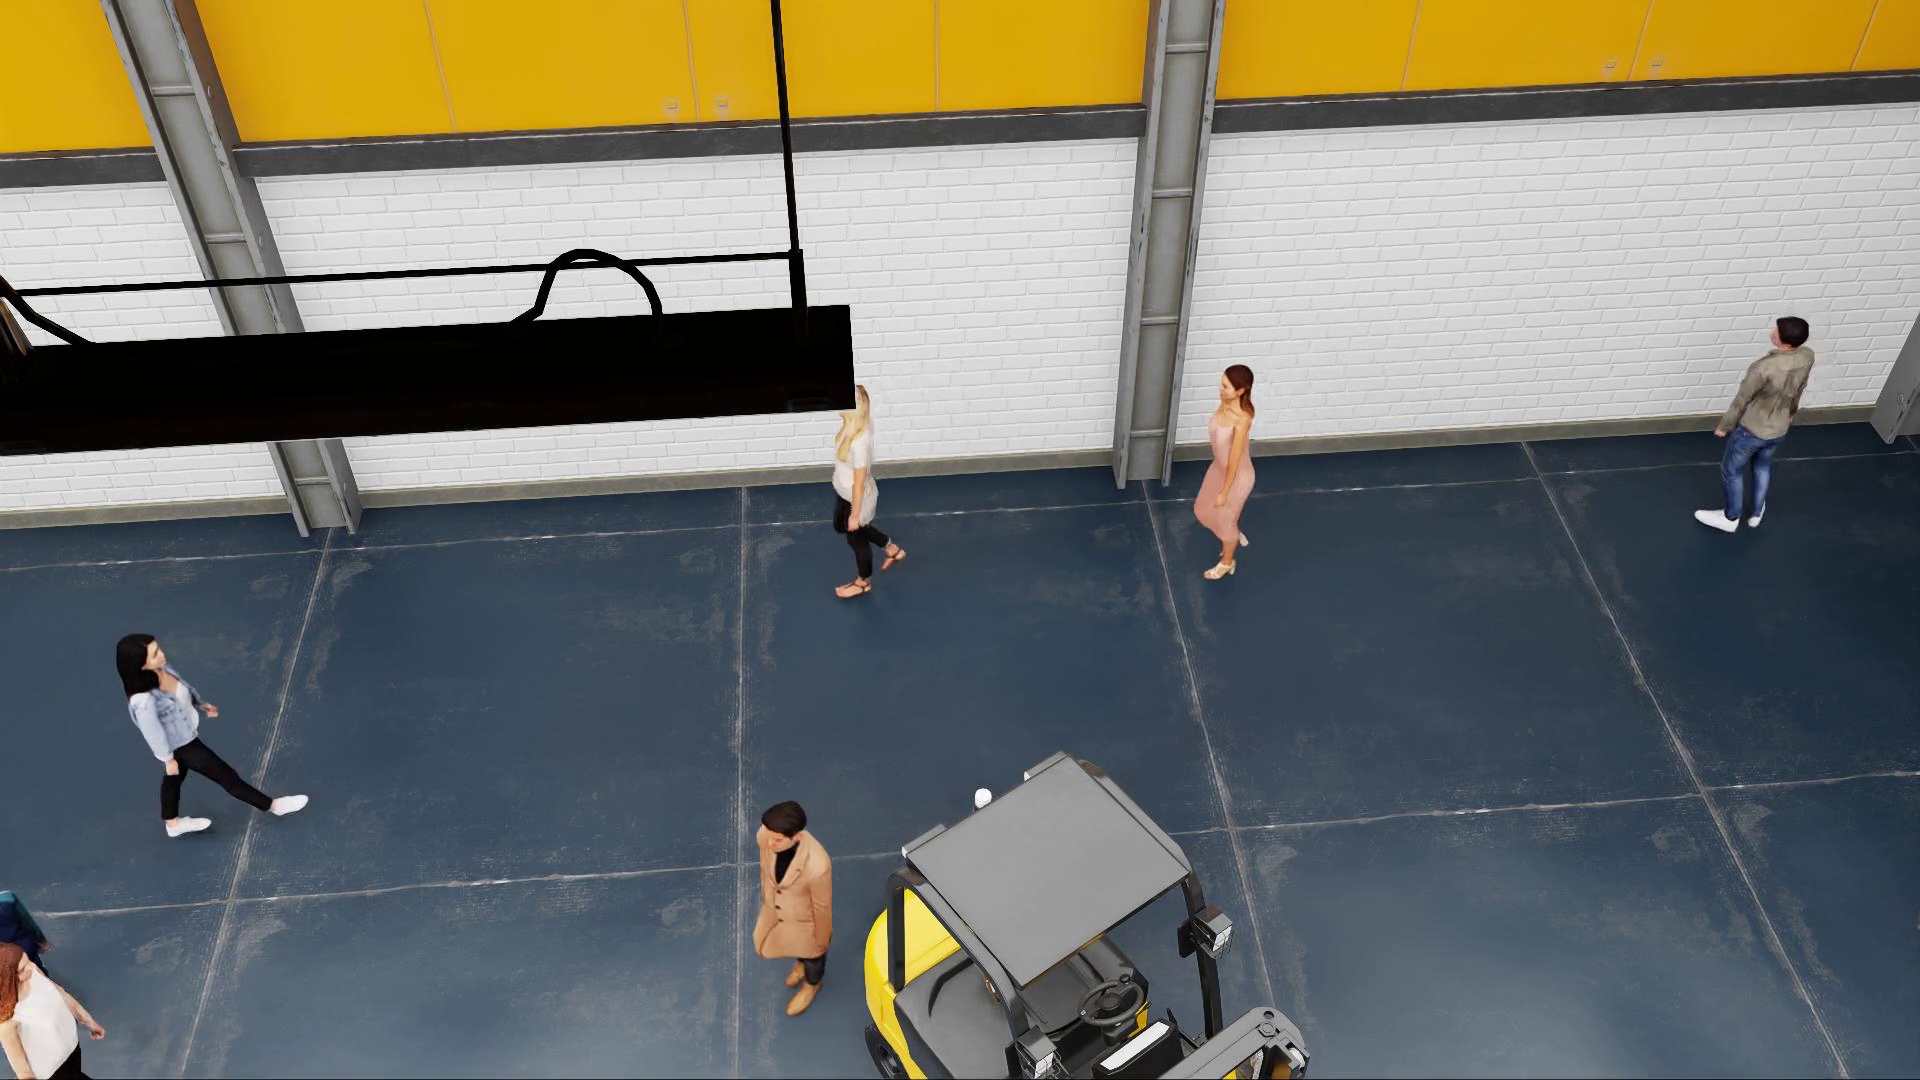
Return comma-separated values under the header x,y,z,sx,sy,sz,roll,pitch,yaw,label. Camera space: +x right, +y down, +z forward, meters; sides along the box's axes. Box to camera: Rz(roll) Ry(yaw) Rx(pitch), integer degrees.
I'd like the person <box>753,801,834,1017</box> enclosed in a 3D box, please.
x,y,z,sx,sy,sz,roll,pitch,yaw,label
-0.810,1.888,8.836,0.829,1.720,0.891,29,51,27,person

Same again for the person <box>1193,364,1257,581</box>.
x,y,z,sx,sy,sz,roll,pitch,yaw,label
1.911,-0.451,11.219,0.723,1.819,0.681,-13,45,-13,person

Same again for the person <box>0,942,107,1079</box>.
x,y,z,sx,sy,sz,roll,pitch,yaw,label
-4.550,2.547,8.161,0.760,1.696,0.616,-3,44,-4,person

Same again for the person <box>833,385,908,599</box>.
x,y,z,sx,sy,sz,roll,pitch,yaw,label
-0.590,-0.306,11.070,0.789,1.814,0.667,-9,44,-9,person

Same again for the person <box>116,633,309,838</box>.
x,y,z,sx,sy,sz,roll,pitch,yaw,label
-4.604,1.171,9.627,1.127,1.667,0.755,-11,45,-12,person

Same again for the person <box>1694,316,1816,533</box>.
x,y,z,sx,sy,sz,roll,pitch,yaw,label
5.600,-0.783,11.550,0.652,1.843,0.963,-7,44,-7,person
